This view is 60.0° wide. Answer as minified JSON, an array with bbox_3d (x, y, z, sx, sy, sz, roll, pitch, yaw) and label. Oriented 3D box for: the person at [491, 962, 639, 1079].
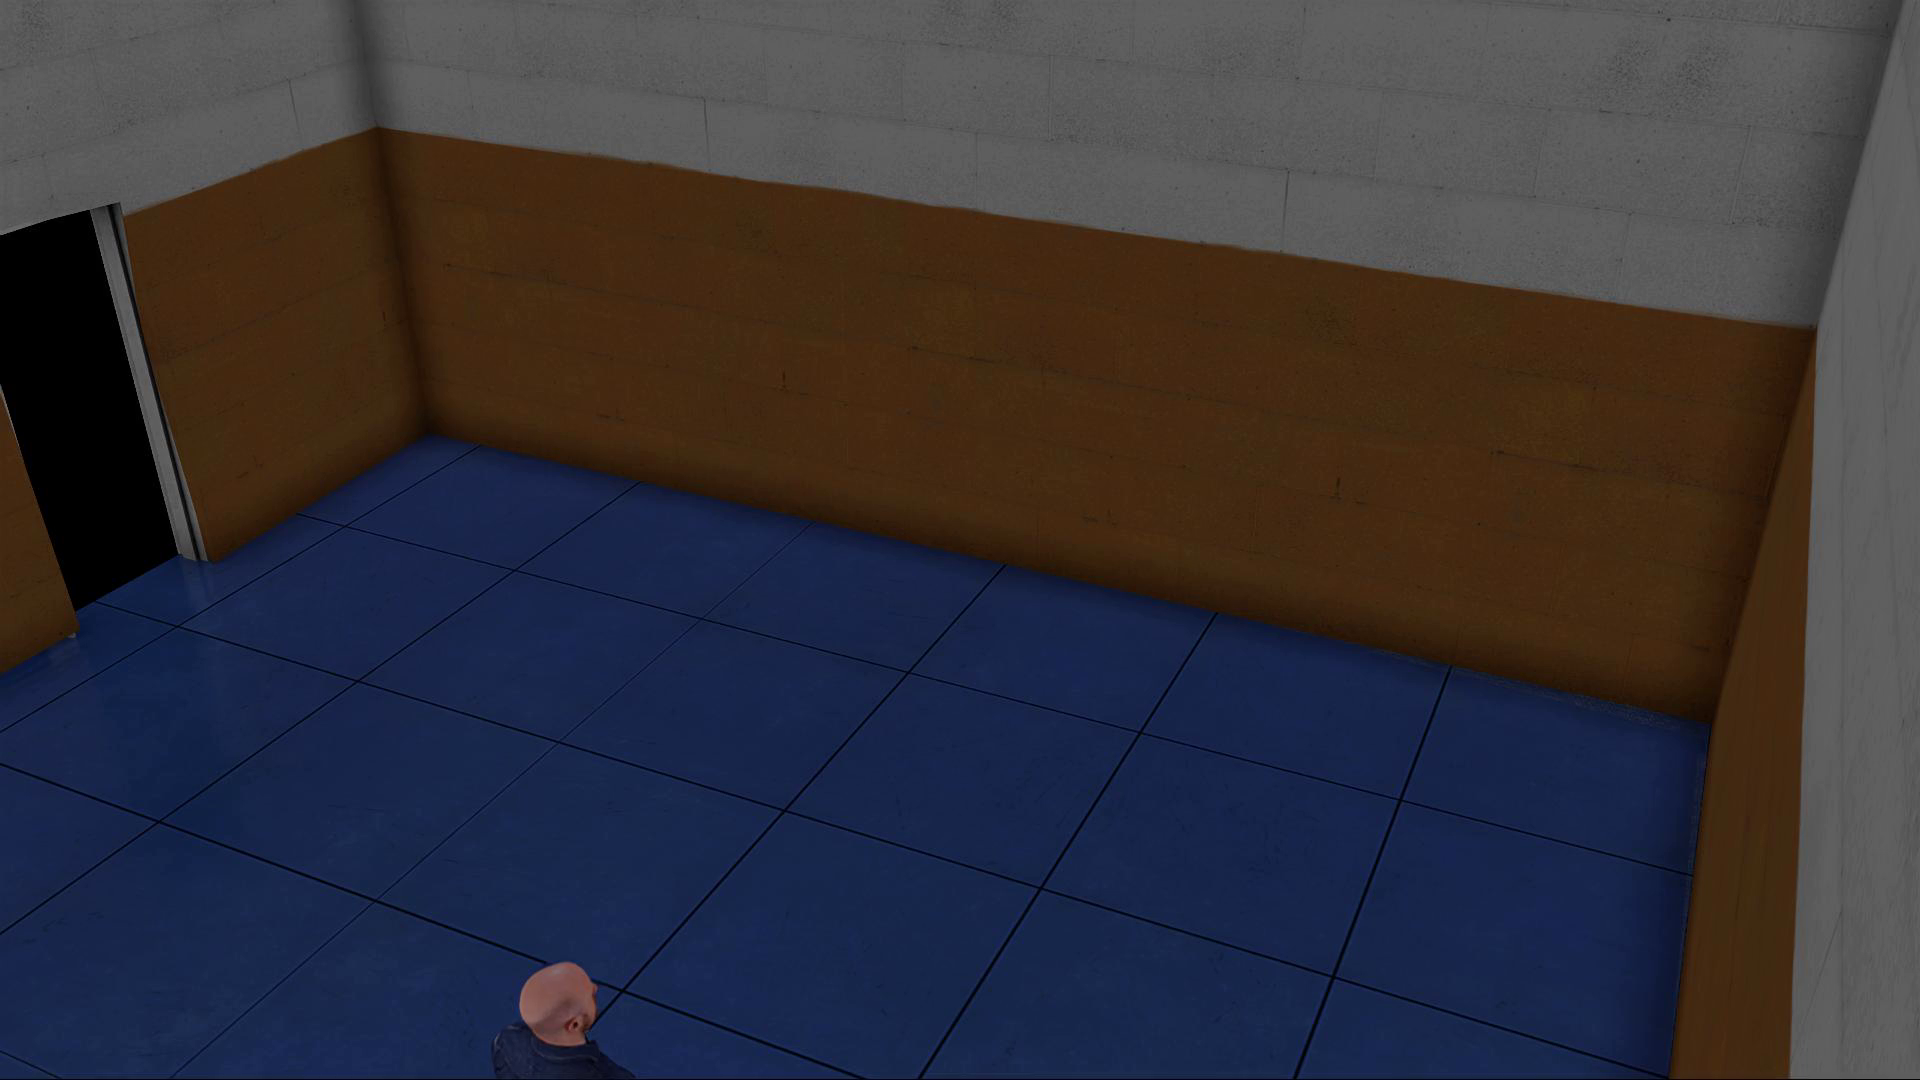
[{"bbox_3d":[-1.077,1.961,4.884,0.587,1.825,0.813,19,34,30],"label":"person"}]
